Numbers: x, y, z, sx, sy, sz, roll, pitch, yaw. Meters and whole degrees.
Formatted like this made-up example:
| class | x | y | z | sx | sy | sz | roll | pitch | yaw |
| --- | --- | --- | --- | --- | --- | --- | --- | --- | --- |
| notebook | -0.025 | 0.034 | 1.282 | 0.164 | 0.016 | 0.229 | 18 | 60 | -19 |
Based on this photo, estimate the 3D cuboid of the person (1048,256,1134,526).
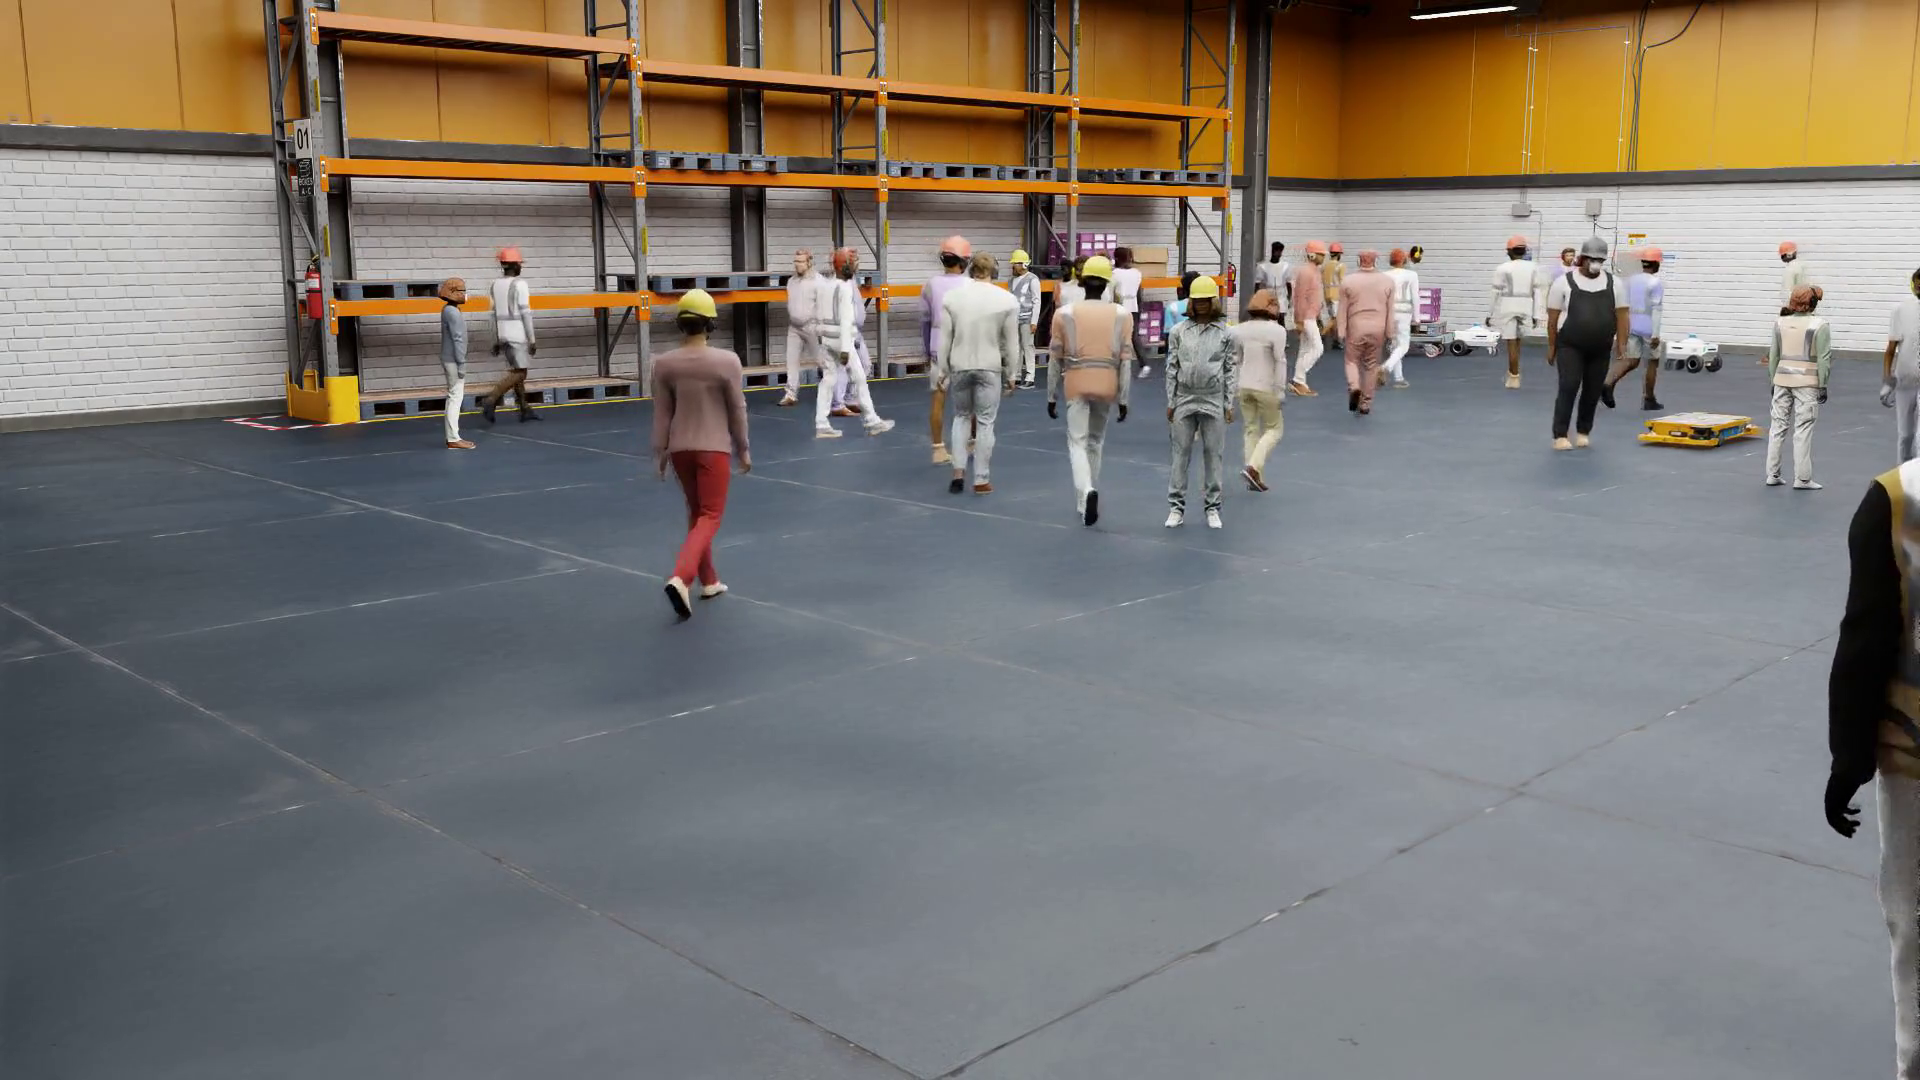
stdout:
| class | x | y | z | sx | sy | sz | roll | pitch | yaw |
| --- | --- | --- | --- | --- | --- | --- | --- | --- | --- |
| person | 0.929 | -1.052 | 11.740 | 0.602 | 1.892 | 0.867 | -1 | 10 | -6 |

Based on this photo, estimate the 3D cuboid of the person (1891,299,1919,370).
| class | x | y | z | sx | sy | sz | roll | pitch | yaw |
| --- | --- | --- | --- | --- | --- | --- | --- | --- | --- |
| person | 14.290 | -3.261 | 24.565 | 0.876 | 1.587 | 0.513 | 9 | 13 | 39 |

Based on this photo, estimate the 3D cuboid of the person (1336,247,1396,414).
| class | x | y | z | sx | sy | sz | roll | pitch | yaw |
| --- | --- | --- | --- | --- | --- | --- | --- | --- | --- |
| person | 4.572 | -2.345 | 18.743 | 0.649 | 1.890 | 0.564 | 1 | 10 | 7 |

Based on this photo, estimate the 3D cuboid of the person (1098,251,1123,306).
| class | x | y | z | sx | sy | sz | roll | pitch | yaw |
| --- | --- | --- | --- | --- | --- | --- | --- | --- | --- |
| person | 1.977 | -3.038 | 22.767 | 0.529 | 1.797 | 0.942 | 3 | 11 | 16 |

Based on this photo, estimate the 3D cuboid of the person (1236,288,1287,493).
| class | x | y | z | sx | sy | sz | roll | pitch | yaw |
| --- | --- | --- | --- | --- | --- | --- | --- | --- | --- |
| person | 2.335 | -1.160 | 13.033 | 0.409 | 1.615 | 0.503 | -10 | 14 | -44 |

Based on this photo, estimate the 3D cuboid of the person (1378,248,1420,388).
| class | x | y | z | sx | sy | sz | roll | pitch | yaw |
| --- | --- | --- | --- | --- | --- | --- | --- | --- | --- |
| person | 5.724 | -2.907 | 21.896 | 0.606 | 1.862 | 0.753 | 9 | 14 | 40 |

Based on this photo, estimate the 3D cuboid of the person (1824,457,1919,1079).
| class | x | y | z | sx | sy | sz | roll | pitch | yaw |
| --- | --- | --- | --- | --- | --- | --- | --- | --- | --- |
| person | 2.165 | 0.482 | 3.490 | 0.633 | 1.828 | 0.442 | 6 | 12 | 29 |

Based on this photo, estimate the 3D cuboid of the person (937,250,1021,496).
| class | x | y | z | sx | sy | sz | roll | pitch | yaw |
| --- | --- | --- | --- | --- | --- | --- | --- | --- | --- |
| person | 0.147 | -1.304 | 13.045 | 0.649 | 1.904 | 0.508 | 2 | 11 | 9 |

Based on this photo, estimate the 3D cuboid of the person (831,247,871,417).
| class | x | y | z | sx | sy | sz | roll | pitch | yaw |
| --- | --- | --- | --- | --- | --- | --- | --- | --- | --- |
| person | -1.192 | -2.304 | 18.515 | 0.566 | 1.888 | 0.665 | 1 | 10 | 3 |

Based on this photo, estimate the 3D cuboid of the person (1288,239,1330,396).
| class | x | y | z | sx | sy | sz | roll | pitch | yaw |
| --- | --- | --- | --- | --- | --- | --- | --- | --- | --- |
| person | 4.386 | -2.768 | 20.832 | 0.440 | 1.976 | 0.623 | 3 | 11 | 18 |

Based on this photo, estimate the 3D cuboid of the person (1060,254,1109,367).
| class | x | y | z | sx | sy | sz | roll | pitch | yaw |
| --- | --- | --- | --- | --- | --- | --- | --- | --- | --- |
| person | 1.244 | -1.932 | 16.617 | 0.529 | 1.845 | 0.661 | 1 | 10 | 6 |

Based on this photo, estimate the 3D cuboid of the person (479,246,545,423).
| class | x | y | z | sx | sy | sz | roll | pitch | yaw |
| --- | --- | --- | --- | --- | --- | --- | --- | --- | --- |
| person | -4.821 | -2.178 | 17.766 | 0.553 | 1.918 | 0.804 | 9 | 13 | 39 |

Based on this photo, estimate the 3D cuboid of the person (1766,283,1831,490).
| class | x | y | z | sx | sy | sz | roll | pitch | yaw |
| --- | --- | --- | --- | --- | --- | --- | --- | --- | --- |
| person | 6.699 | -1.221 | 13.298 | 0.308 | 1.640 | 0.511 | -6 | 12 | -28 |

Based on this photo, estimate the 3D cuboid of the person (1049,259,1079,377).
| class | x | y | z | sx | sy | sz | roll | pitch | yaw |
| --- | --- | --- | --- | --- | --- | --- | --- | --- | --- |
| person | 1.518 | -3.170 | 23.776 | 0.552 | 1.681 | 0.366 | 9 | 14 | 41 |

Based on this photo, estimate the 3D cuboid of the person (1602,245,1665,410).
| class | x | y | z | sx | sy | sz | roll | pitch | yaw |
| --- | --- | --- | --- | --- | --- | --- | --- | --- | --- |
| person | 7.824 | -2.434 | 19.174 | 0.796 | 1.916 | 0.548 | -4 | 11 | -21 |

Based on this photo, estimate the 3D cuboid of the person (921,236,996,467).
| class | x | y | z | sx | sy | sz | roll | pitch | yaw |
| --- | --- | --- | --- | --- | --- | --- | --- | --- | --- |
| person | -0.005 | -1.682 | 14.813 | 0.635 | 2.000 | 0.983 | 5 | 11 | 25 |

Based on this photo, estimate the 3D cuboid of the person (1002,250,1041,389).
| class | x | y | z | sx | sy | sz | roll | pitch | yaw |
| --- | --- | --- | --- | --- | --- | --- | --- | --- | --- |
| person | 0.800 | -2.913 | 22.002 | 0.404 | 1.829 | 0.604 | -8 | 13 | -38 |

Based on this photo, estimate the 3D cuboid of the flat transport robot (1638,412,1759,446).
| class | x | y | z | sx | sy | sz | roll | pitch | yaw |
| --- | --- | --- | --- | --- | --- | --- | --- | --- | --- |
| flat transport robot | 7.283 | -1.100 | 16.374 | 0.652 | 0.197 | 1.431 | 10 | 14 | 42 |

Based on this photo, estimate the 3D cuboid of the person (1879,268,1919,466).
| class | x | y | z | sx | sy | sz | roll | pitch | yaw |
| --- | --- | --- | --- | --- | --- | --- | --- | --- | --- |
| person | 7.221 | -1.154 | 12.508 | 0.481 | 1.809 | 0.976 | 8 | 13 | 38 |

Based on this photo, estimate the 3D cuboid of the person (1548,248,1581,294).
| class | x | y | z | sx | sy | sz | roll | pitch | yaw |
| --- | --- | --- | --- | --- | --- | --- | --- | --- | --- |
| person | 10.020 | -3.883 | 27.344 | 0.570 | 1.816 | 0.823 | -3 | 11 | -15 |

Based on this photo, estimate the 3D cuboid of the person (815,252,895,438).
| class | x | y | z | sx | sy | sz | roll | pitch | yaw |
| --- | --- | --- | --- | --- | --- | --- | --- | --- | --- |
| person | -1.090 | -1.955 | 16.716 | 0.912 | 1.845 | 0.615 | -6 | 12 | -29 |

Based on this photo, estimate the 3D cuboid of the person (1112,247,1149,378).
| class | x | y | z | sx | sy | sz | roll | pitch | yaw |
| --- | --- | --- | --- | --- | --- | --- | --- | --- | --- |
| person | 2.378 | -3.232 | 23.671 | 0.608 | 1.869 | 1.019 | -6 | 12 | -31 |

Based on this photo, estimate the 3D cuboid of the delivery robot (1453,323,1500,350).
| class | x | y | z | sx | sy | sz | roll | pitch | yaw |
| --- | --- | --- | --- | --- | --- | --- | --- | --- | --- |
| delivery robot | 8.656 | -3.397 | 27.865 | 0.707 | 0.478 | 0.477 | 6 | 12 | 31 |

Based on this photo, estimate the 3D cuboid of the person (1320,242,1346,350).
| class | x | y | z | sx | sy | sz | roll | pitch | yaw |
| --- | --- | --- | --- | --- | --- | --- | --- | --- | --- |
| person | 6.497 | -4.250 | 29.101 | 0.849 | 1.908 | 0.548 | -6 | 12 | -31 |

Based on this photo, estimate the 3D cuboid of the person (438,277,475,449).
| class | x | y | z | sx | sy | sz | roll | pitch | yaw |
| --- | --- | --- | --- | --- | --- | --- | --- | --- | --- |
| person | -4.798 | -1.678 | 15.836 | 0.280 | 1.624 | 0.493 | -5 | 12 | -26 |

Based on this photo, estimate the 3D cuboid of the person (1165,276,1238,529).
| class | x | y | z | sx | sy | sz | roll | pitch | yaw |
| --- | --- | --- | --- | --- | --- | --- | --- | --- | --- |
| person | 1.662 | -0.937 | 11.513 | 0.490 | 1.745 | 0.362 | 2 | 11 | 11 |

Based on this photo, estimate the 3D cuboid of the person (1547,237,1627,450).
| class | x | y | z | sx | sy | sz | roll | pitch | yaw |
| --- | --- | --- | --- | --- | --- | --- | --- | --- | --- |
| person | 5.948 | -1.884 | 15.819 | 0.702 | 2.000 | 0.649 | 0 | 10 | 1 |

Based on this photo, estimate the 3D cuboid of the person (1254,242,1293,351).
| class | x | y | z | sx | sy | sz | roll | pitch | yaw |
| --- | --- | --- | --- | --- | --- | --- | --- | --- | --- |
| person | 5.490 | -4.262 | 29.157 | 0.719 | 1.887 | 1.021 | 0 | 10 | 2 |

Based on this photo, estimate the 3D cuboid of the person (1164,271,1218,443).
| class | x | y | z | sx | sy | sz | roll | pitch | yaw |
| --- | --- | --- | --- | --- | --- | --- | --- | --- | --- |
| person | 2.278 | -1.798 | 16.349 | 0.539 | 1.675 | 0.592 | 2 | 11 | 12 |

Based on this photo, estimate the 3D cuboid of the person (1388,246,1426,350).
| class | x | y | z | sx | sy | sz | roll | pitch | yaw |
| --- | --- | --- | --- | --- | --- | --- | --- | --- | --- |
| person | 8.012 | -4.252 | 29.319 | 0.905 | 1.820 | 0.564 | 0 | 10 | 3 |

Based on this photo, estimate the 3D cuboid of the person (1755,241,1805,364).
| class | x | y | z | sx | sy | sz | roll | pitch | yaw |
| --- | --- | --- | --- | --- | --- | --- | --- | --- | --- |
| person | 12.964 | -3.651 | 25.762 | 0.960 | 1.940 | 0.642 | 7 | 12 | 33 |

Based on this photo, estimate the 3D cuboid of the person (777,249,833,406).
| class | x | y | z | sx | sy | sz | roll | pitch | yaw |
| --- | --- | --- | --- | --- | --- | --- | --- | --- | --- |
| person | -1.799 | -2.556 | 19.993 | 0.647 | 1.863 | 0.996 | 7 | 13 | 35 |

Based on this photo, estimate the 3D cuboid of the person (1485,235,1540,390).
| class | x | y | z | sx | sy | sz | roll | pitch | yaw |
| --- | --- | --- | --- | --- | --- | --- | --- | --- | --- |
| person | 7.275 | -3.009 | 22.016 | 0.630 | 2.009 | 0.880 | -2 | 11 | -9 |

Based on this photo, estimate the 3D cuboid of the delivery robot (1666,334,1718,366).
| class | x | y | z | sx | sy | sz | roll | pitch | yaw |
| --- | --- | --- | --- | --- | --- | --- | --- | --- | --- |
| delivery robot | 10.881 | -2.822 | 24.732 | 0.477 | 0.478 | 0.707 | -5 | 12 | -28 |

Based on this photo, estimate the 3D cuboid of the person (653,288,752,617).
| class | x | y | z | sx | sy | sz | roll | pitch | yaw |
| --- | --- | --- | --- | --- | --- | --- | --- | --- | --- |
| person | -1.438 | -0.479 | 8.970 | 0.514 | 1.741 | 0.811 | 4 | 11 | 21 |
